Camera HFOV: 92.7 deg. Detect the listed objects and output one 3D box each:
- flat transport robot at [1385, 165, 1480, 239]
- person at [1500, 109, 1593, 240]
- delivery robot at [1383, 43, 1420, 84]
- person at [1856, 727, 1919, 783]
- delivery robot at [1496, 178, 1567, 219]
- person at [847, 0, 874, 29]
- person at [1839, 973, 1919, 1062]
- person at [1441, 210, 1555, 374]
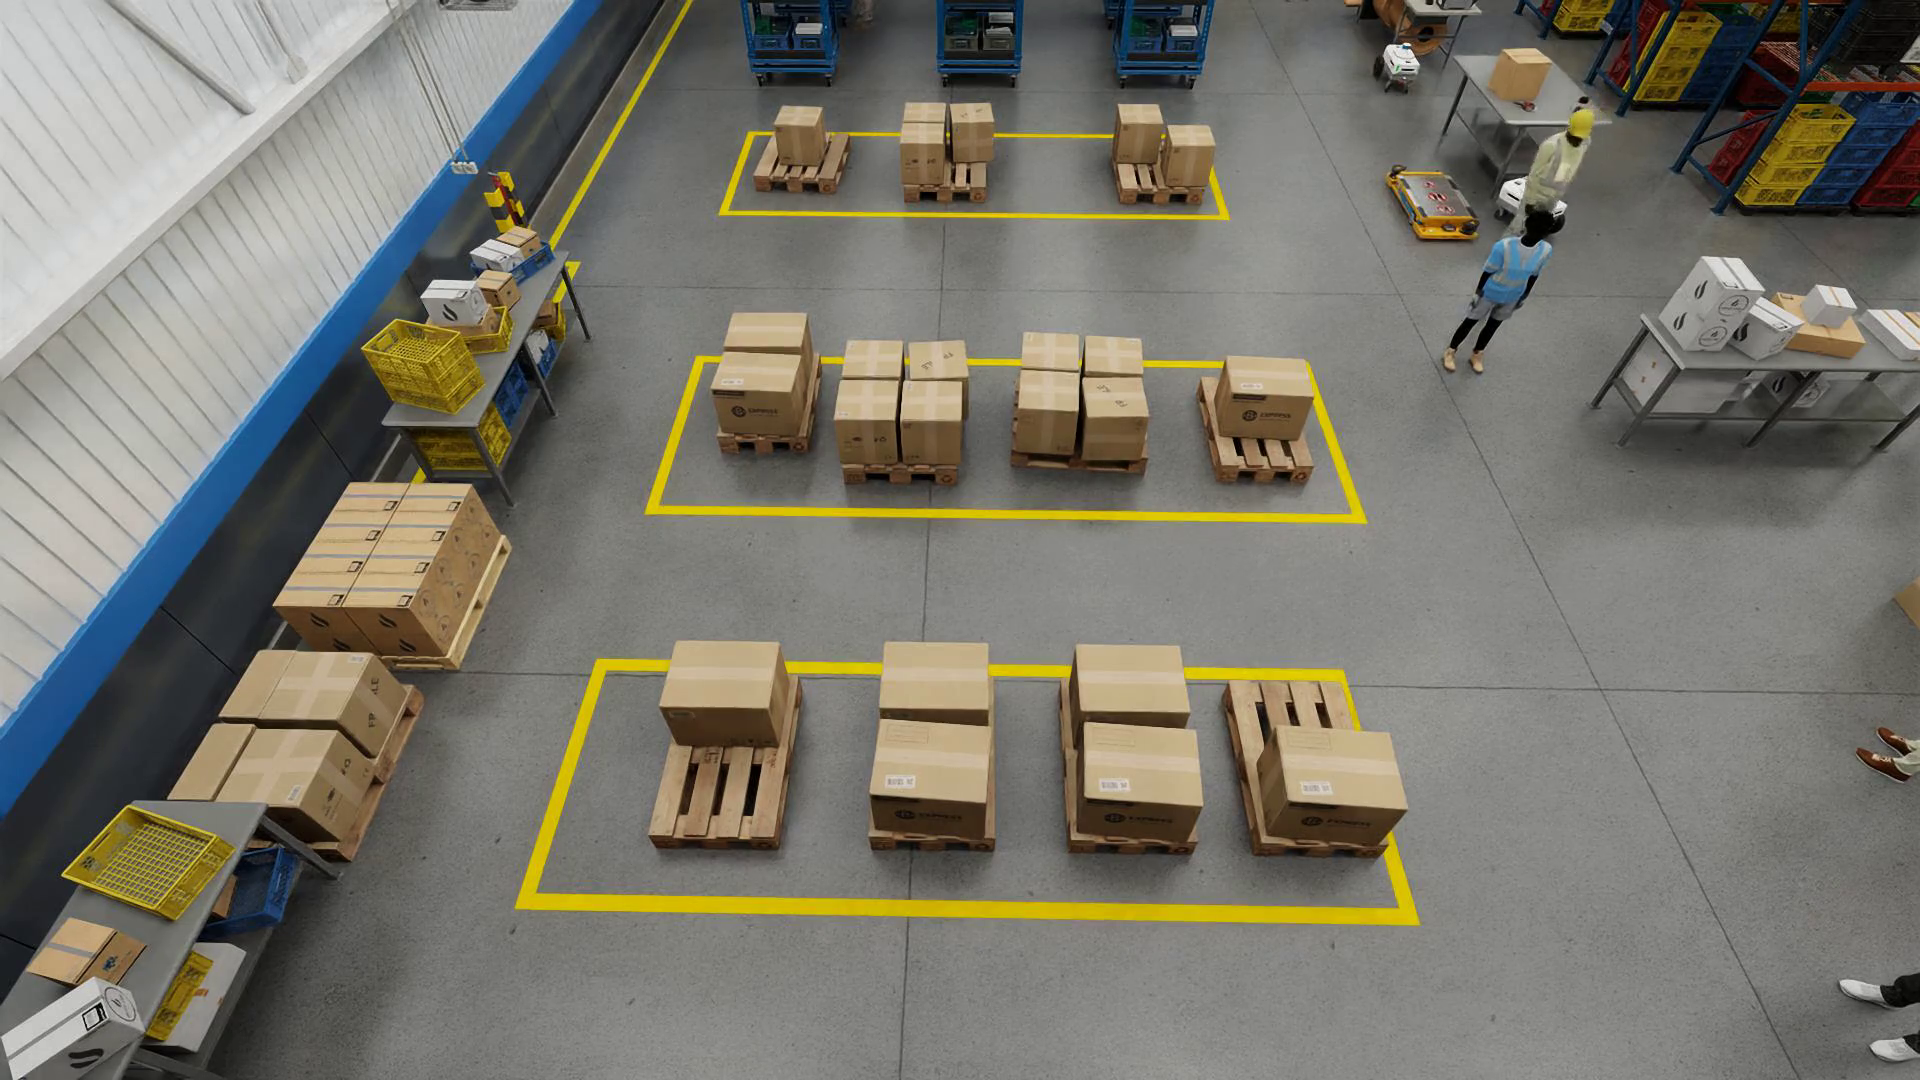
[{"bbox_3d":[5.692,-4.094,11.059,0.652,0.197,1.431,1,49,1],"label":"flat transport robot"},{"bbox_3d":[6.224,-3.692,9.725,0.693,1.808,0.405,-13,50,-11],"label":"person"},{"bbox_3d":[6.380,-6.917,13.256,0.477,0.478,0.707,3,49,2],"label":"delivery robot"},{"bbox_3d":[6.450,0.917,5.672,0.533,1.871,0.320,-24,53,-20],"label":"person"},{"bbox_3d":[6.661,-3.951,10.689,0.477,0.478,0.707,-18,52,-15],"label":"delivery robot"},{"bbox_3d":[-1.623,-9.088,14.250,0.397,1.992,0.621,-29,55,-23],"label":"person"},{"bbox_3d":[5.347,2.173,4.551,0.392,1.922,0.592,5,49,4],"label":"person"},{"bbox_3d":[5.057,-2.306,8.579,0.535,1.694,0.319,3,49,2],"label":"person"}]
